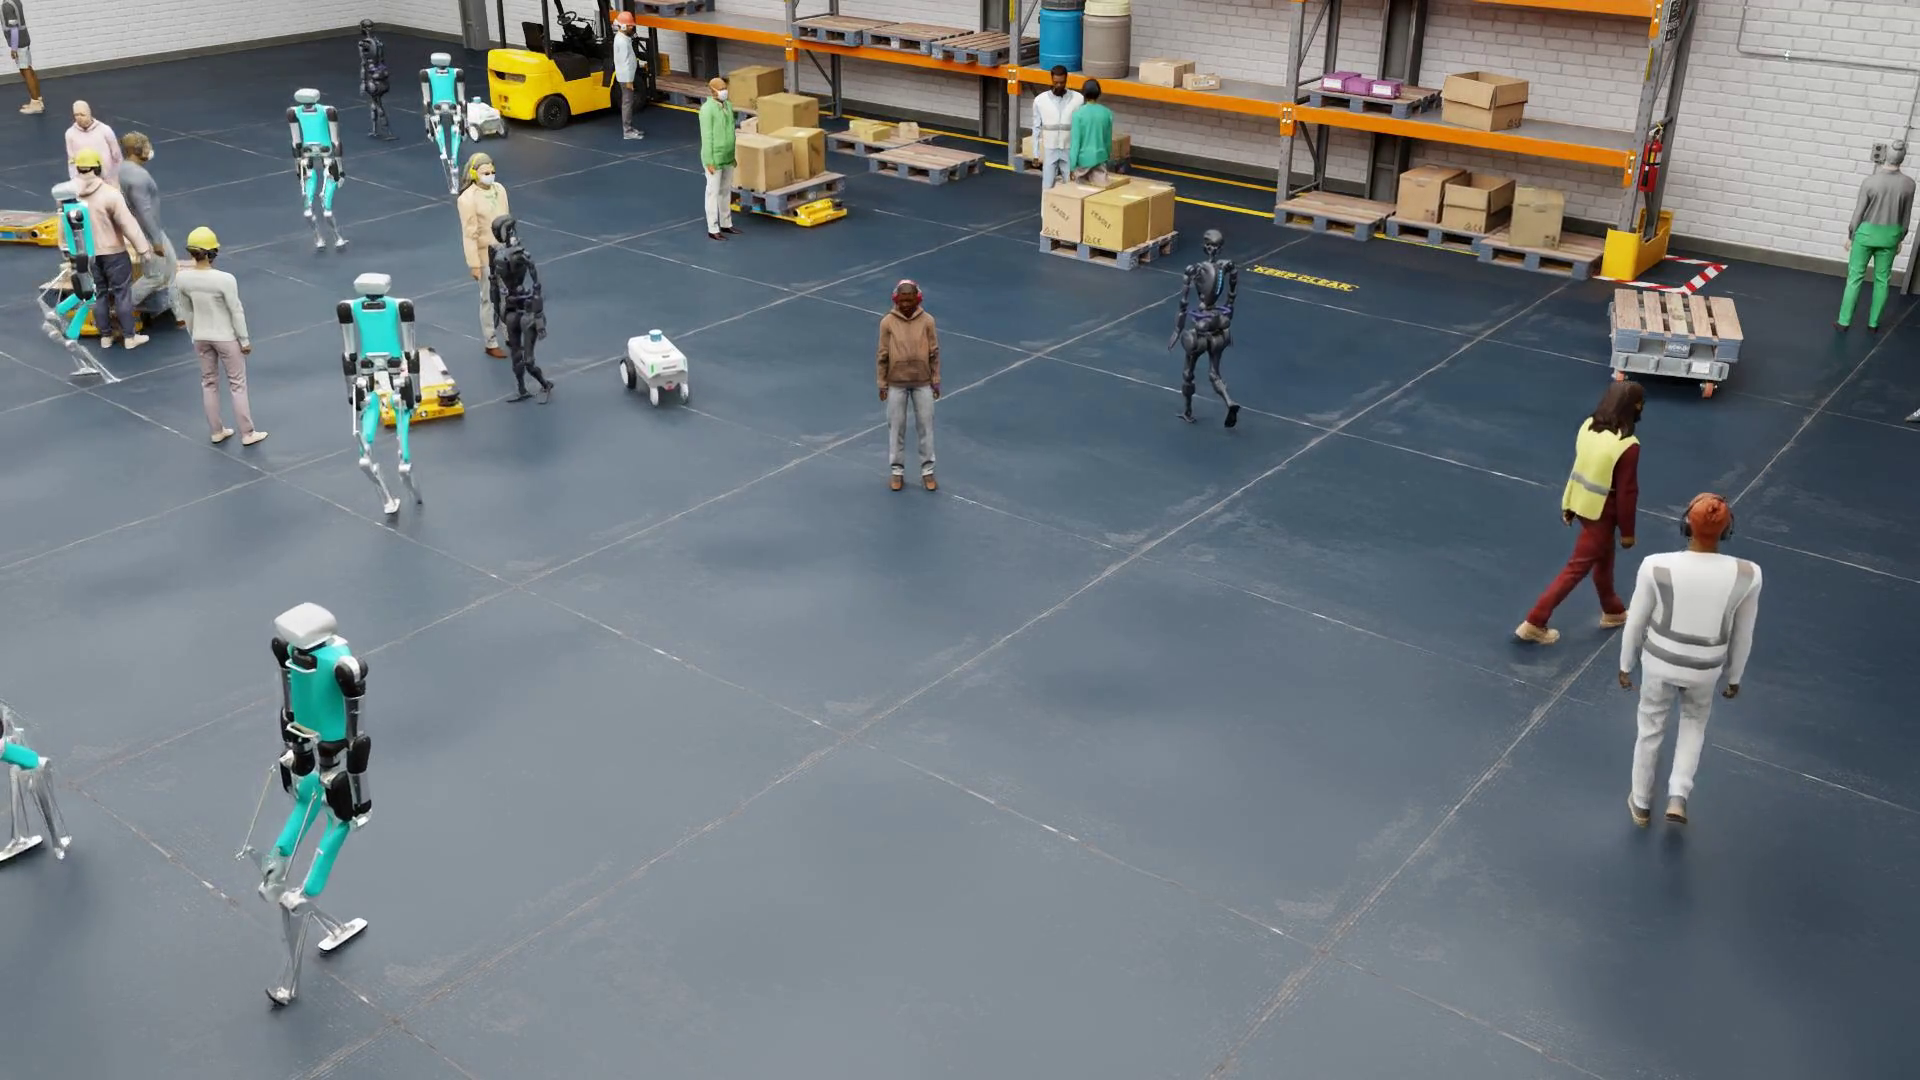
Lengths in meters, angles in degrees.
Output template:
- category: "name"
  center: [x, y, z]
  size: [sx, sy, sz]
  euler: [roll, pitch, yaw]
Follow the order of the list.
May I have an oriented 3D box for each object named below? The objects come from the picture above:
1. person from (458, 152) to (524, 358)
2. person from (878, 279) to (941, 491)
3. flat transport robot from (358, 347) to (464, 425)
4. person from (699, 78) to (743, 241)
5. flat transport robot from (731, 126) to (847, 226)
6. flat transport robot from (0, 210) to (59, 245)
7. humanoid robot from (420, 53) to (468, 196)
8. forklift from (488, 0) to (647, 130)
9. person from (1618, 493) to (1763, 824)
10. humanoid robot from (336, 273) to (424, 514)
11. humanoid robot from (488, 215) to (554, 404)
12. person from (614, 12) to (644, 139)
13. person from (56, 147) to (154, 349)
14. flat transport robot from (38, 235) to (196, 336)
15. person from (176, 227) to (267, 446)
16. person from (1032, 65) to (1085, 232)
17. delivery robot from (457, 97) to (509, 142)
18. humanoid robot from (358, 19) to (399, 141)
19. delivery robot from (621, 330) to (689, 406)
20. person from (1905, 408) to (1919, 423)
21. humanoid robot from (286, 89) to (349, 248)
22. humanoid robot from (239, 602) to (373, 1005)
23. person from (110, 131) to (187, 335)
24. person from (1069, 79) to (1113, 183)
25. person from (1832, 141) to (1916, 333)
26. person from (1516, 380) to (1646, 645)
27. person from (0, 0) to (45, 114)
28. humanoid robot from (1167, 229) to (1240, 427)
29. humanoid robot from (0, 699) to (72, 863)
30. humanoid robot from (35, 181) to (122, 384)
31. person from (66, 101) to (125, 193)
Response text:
- category: "person"
  center: [-4.261, -2.582, 15.089]
  size: [0.416, 1.867, 0.567]
  euler: [14, 29, 27]
- category: "person"
  center: [-0.376, -1.158, 12.385]
  size: [0.469, 1.644, 0.332]
  euler: [-2, 26, -5]
- category: "flat transport robot"
  center: [-4.761, -1.349, 14.364]
  size: [0.659, 0.231, 1.431]
  euler: [-12, 28, -23]
- category: "person"
  center: [-2.700, -4.293, 18.721]
  size: [0.388, 1.784, 0.538]
  euler: [14, 29, 26]
- category: "flat transport robot"
  center: [-2.109, -4.006, 19.866]
  size: [1.431, 0.231, 0.659]
  euler: [18, 31, 33]
- category: "flat transport robot"
  center: [-10.748, -3.549, 18.921]
  size: [1.431, 0.231, 0.659]
  euler: [4, 26, 8]
- category: "humanoid robot"
  center: [-6.221, -4.989, 20.243]
  size: [0.558, 1.748, 1.046]
  euler: [-9, 27, -18]
- category: "forklift"
  center: [-5.874, -7.334, 24.552]
  size: [1.214, 2.155, 2.313]
  euler: [19, 32, 34]
- category: "person"
  center: [3.643, 0.630, 8.420]
  size: [0.597, 1.873, 0.423]
  euler: [7, 27, 14]
- category: "humanoid robot"
  center: [-4.122, -0.949, 11.884]
  size: [0.543, 1.796, 0.809]
  euler: [-4, 26, -9]
- category: "humanoid robot"
  center: [-3.682, -1.933, 13.961]
  size: [0.605, 1.652, 0.371]
  euler: [15, 29, 27]
- category: "person"
  center: [-4.672, -6.542, 23.429]
  size: [0.351, 1.739, 0.572]
  euler: [-6, 26, -12]
- category: "person"
  center: [-7.863, -2.655, 15.247]
  size: [0.826, 1.853, 0.435]
  euler: [1, 26, 1]
- category: "flat transport robot"
  center: [-8.138, -2.308, 16.351]
  size: [0.659, 0.231, 1.431]
  euler: [2, 26, 4]
- category: "person"
  center: [-5.871, -1.606, 13.184]
  size: [0.525, 1.760, 0.337]
  euler: [5, 26, 10]
- category: "person"
  center: [1.110, -4.410, 18.826]
  size: [0.595, 1.908, 0.408]
  euler: [-2, 26, -5]
- category: "delivery robot"
  center: [-6.813, -5.969, 23.613]
  size: [0.499, 0.602, 0.802]
  euler: [-23, 34, -39]
- category: "humanoid robot"
  center: [-8.234, -6.448, 23.325]
  size: [0.554, 1.635, 0.609]
  euler: [6, 26, 13]
- category: "delivery robot"
  center: [-2.612, -1.522, 14.384]
  size: [0.499, 0.587, 0.785]
  euler: [-12, 28, -24]
- category: "person"
  center: [8.277, -1.834, 13.582]
  size: [0.737, 1.820, 0.586]
  euler: [-12, 28, -24]
- category: "humanoid robot"
  center: [-6.962, -3.968, 17.949]
  size: [0.533, 1.675, 0.735]
  euler: [-2, 26, -3]
- category: "humanoid robot"
  center: [-2.985, 1.249, 7.409]
  size: [0.544, 1.877, 0.824]
  euler: [15, 30, 29]
- category: "person"
  center: [-7.668, -2.851, 15.587]
  size: [0.790, 1.915, 0.672]
  euler: [-13, 29, -24]
- category: "person"
  center: [1.428, -4.208, 18.534]
  size: [0.544, 1.780, 0.960]
  euler: [-6, 26, -12]
- category: "person"
  center: [8.642, -2.860, 15.693]
  size: [0.510, 1.835, 0.344]
  euler: [6, 27, 13]
- category: "person"
  center: [3.927, -0.165, 10.241]
  size: [0.934, 1.724, 0.487]
  euler: [-5, 26, -10]
- category: "person"
  center: [-14.155, -7.446, 24.953]
  size: [0.375, 2.045, 0.605]
  euler: [-7, 27, -15]
- category: "humanoid robot"
  center: [2.021, -1.699, 13.488]
  size: [0.585, 1.643, 0.583]
  euler: [-13, 29, -26]
- category: "humanoid robot"
  center: [-4.818, 0.861, 8.129]
  size: [0.558, 1.802, 0.808]
  euler: [5, 26, 10]
- category: "humanoid robot"
  center: [-7.768, -2.183, 14.398]
  size: [0.695, 1.788, 0.530]
  euler: [-12, 28, -23]
- category: "person"
  center: [-9.191, -3.811, 17.781]
  size: [0.526, 1.738, 0.882]
  euler: [-4, 26, -8]
